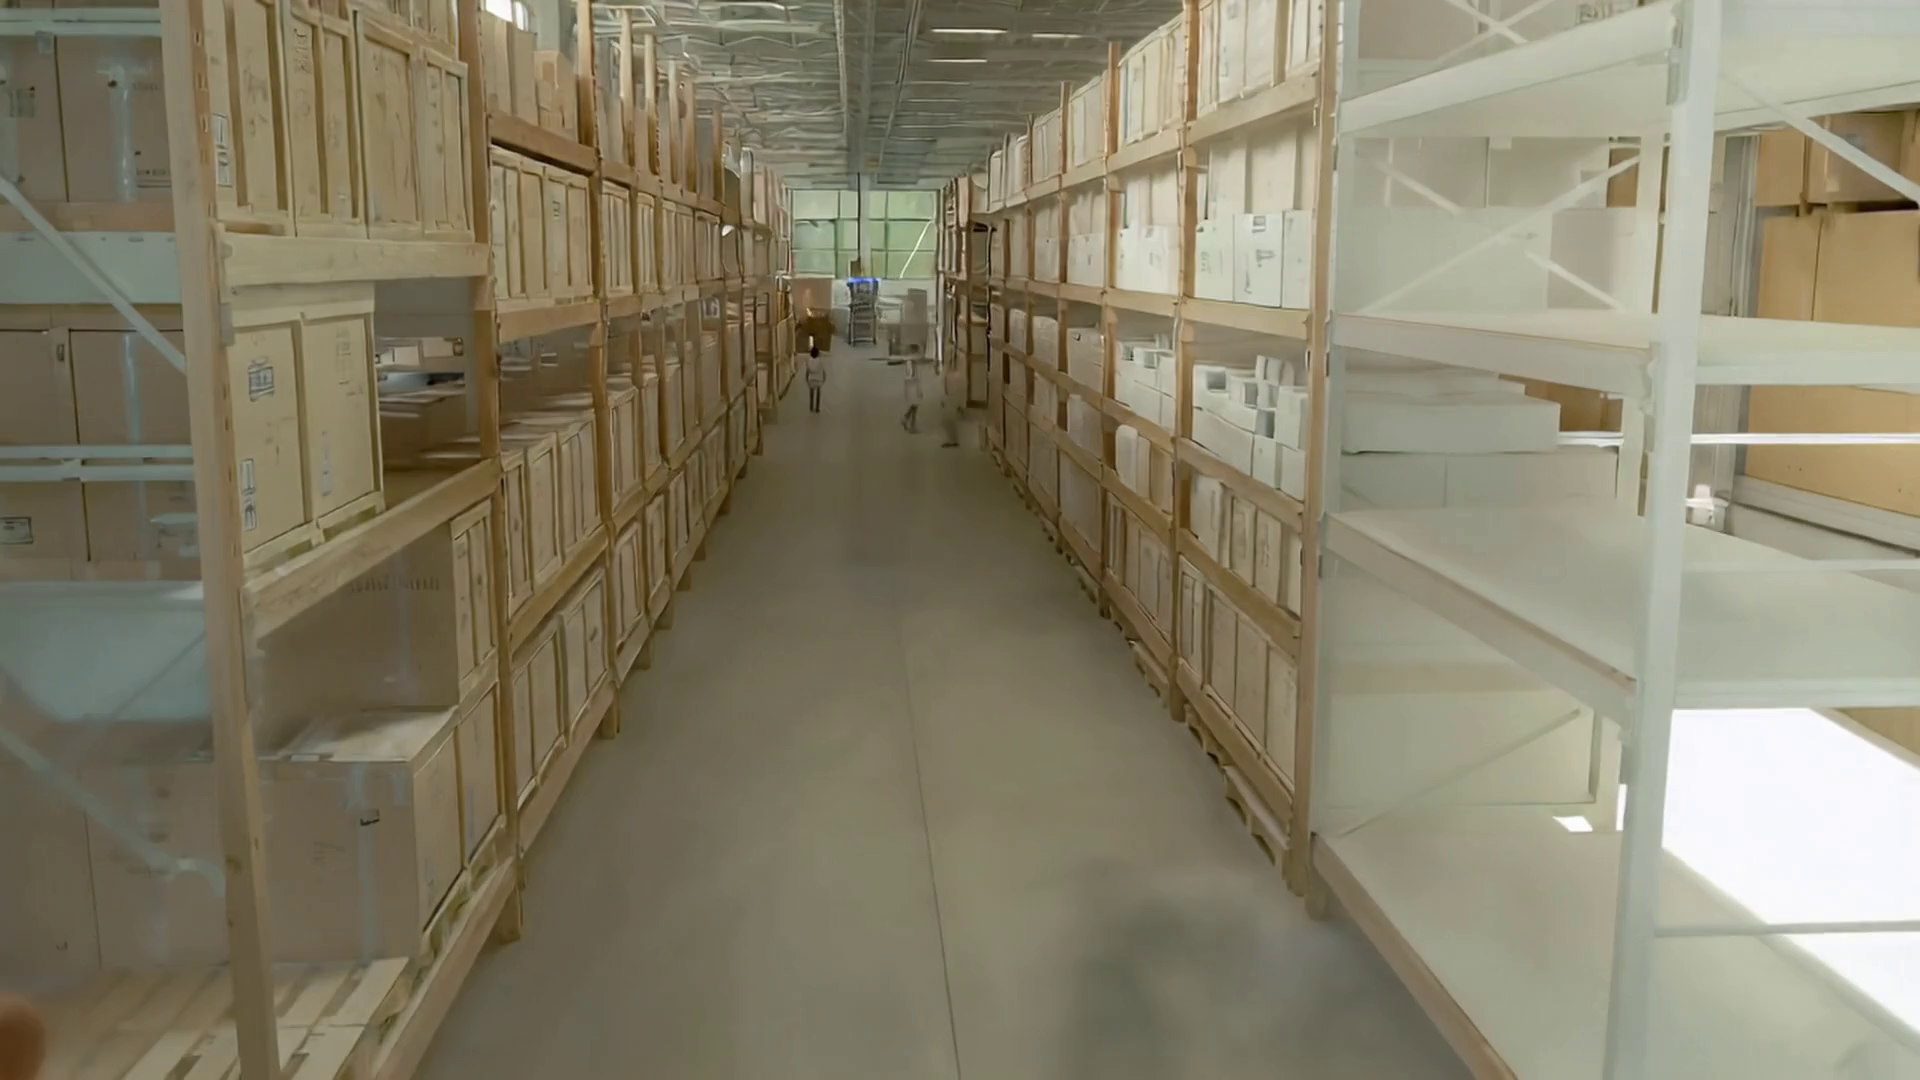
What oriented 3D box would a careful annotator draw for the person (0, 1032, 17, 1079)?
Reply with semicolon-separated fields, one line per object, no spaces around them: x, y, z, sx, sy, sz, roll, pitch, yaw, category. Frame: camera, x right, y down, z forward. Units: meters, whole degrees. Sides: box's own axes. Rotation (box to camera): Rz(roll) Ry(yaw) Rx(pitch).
-2.704;2.198;4.270;0.653;1.893;0.656;-6;11;-30;person

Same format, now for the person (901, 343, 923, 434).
-1.033;-3.382;37.191;0.405;2.031;0.646;-5;11;-30;person

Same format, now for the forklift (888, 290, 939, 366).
-1.542;-7.742;60.713;1.873;2.768;1.129;-7;12;-37;forklift

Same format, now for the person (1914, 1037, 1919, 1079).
2.820;2.224;4.916;0.616;1.613;0.554;2;10;14;person

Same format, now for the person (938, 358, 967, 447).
-0.188;-2.824;34.334;0.713;1.867;0.595;9;13;42;person

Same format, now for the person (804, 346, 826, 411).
-3.722;-4.138;42.743;0.543;1.686;0.435;-1;10;-4;person

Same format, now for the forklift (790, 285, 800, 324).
-7.607;-10.009;74.257;1.129;2.768;1.873;5;11;30;forklift
